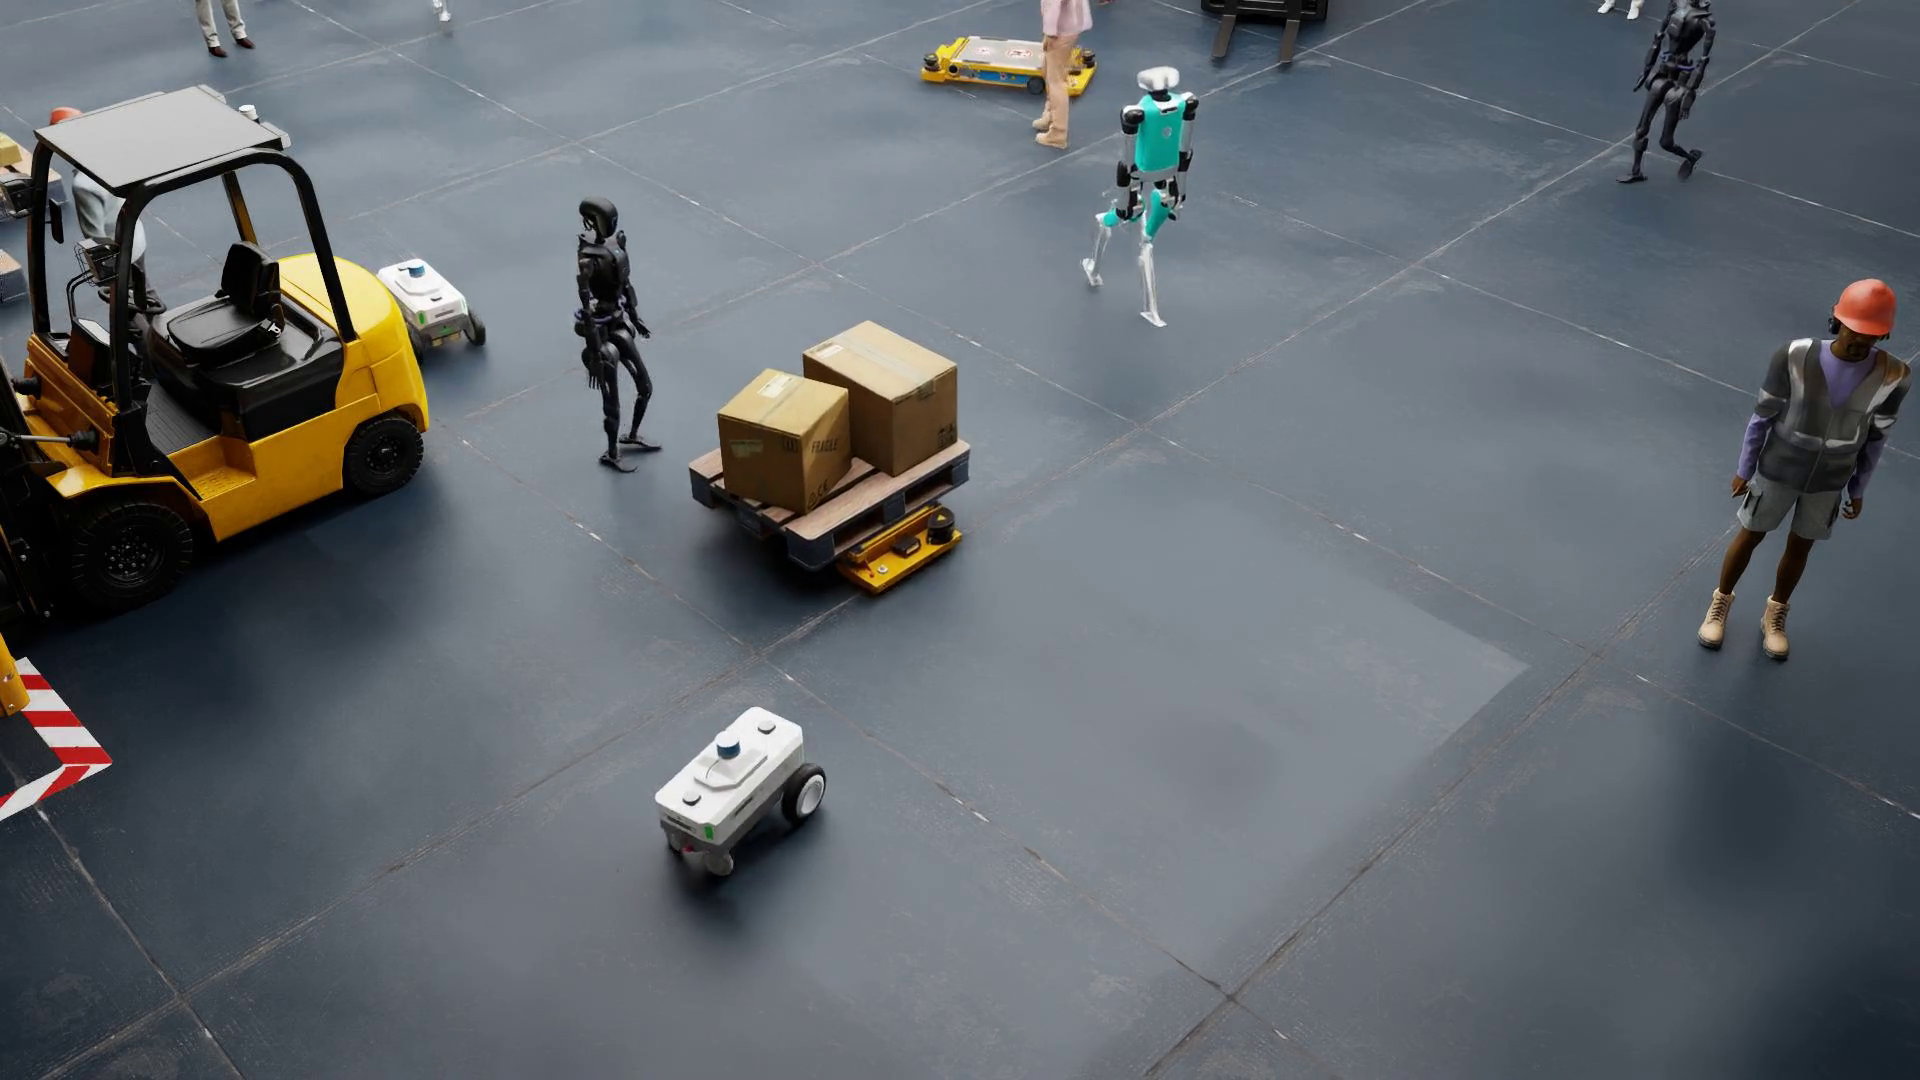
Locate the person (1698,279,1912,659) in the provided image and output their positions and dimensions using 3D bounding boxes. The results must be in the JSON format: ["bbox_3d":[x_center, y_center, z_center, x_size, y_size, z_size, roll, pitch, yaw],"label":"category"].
[{"bbox_3d":[4.033,-0.319,7.941,0.606,2.048,0.367,11,38,14],"label":"person"}]

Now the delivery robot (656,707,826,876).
[{"bbox_3d":[-0.989,1.073,7.331,0.522,0.607,0.778,21,42,25],"label":"delivery robot"}]

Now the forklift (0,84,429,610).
[{"bbox_3d":[-4.145,-1.093,8.856,2.313,2.155,1.214,-31,47,-34],"label":"forklift"}]

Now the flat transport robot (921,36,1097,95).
[{"bbox_3d":[0.434,-4.157,14.561,1.431,0.231,0.659,9,38,12],"label":"flat transport robot"}]

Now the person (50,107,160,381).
[{"bbox_3d":[-5.185,-1.806,10.188,0.350,1.737,0.572,-2,37,-3],"label":"person"}]

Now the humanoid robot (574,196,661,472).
[{"bbox_3d":[-1.946,-1.161,9.370,0.354,1.652,0.609,9,38,12],"label":"humanoid robot"}]

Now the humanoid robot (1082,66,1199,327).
[{"bbox_3d":[1.087,-2.342,10.924,0.545,1.782,0.926,-17,40,-21],"label":"humanoid robot"}]

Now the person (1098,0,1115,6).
[{"bbox_3d":[1.312,-5.990,15.647,0.704,1.918,0.456,17,40,22],"label":"person"}]

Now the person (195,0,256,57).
[{"bbox_3d":[-6.662,-5.180,14.678,0.389,1.778,0.535,23,43,28],"label":"person"}]

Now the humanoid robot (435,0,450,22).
[{"bbox_3d":[-4.871,-5.559,15.205,0.544,1.725,1.012,-6,37,-9],"label":"humanoid robot"}]

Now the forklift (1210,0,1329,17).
[{"bbox_3d":[3.106,-6.400,15.960,1.214,2.155,2.313,8,37,10],"label":"forklift"}]

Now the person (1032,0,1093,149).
[{"bbox_3d":[0.798,-4.034,13.163,0.504,1.743,0.573,8,38,11],"label":"person"}]

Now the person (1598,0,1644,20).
[{"bbox_3d":[6.335,-5.705,15.491,0.513,1.633,0.312,24,43,29],"label":"person"}]

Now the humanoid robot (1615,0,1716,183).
[{"bbox_3d":[5.394,-3.466,12.469,0.564,1.635,0.598,-13,39,-17],"label":"humanoid robot"}]

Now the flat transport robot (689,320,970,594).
[{"bbox_3d":[-0.722,-0.207,9.274,1.431,0.231,0.659,30,46,34],"label":"flat transport robot"}]

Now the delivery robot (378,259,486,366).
[{"bbox_3d":[-3.479,-1.531,10.802,0.499,0.587,0.777,-25,43,-30],"label":"delivery robot"}]
